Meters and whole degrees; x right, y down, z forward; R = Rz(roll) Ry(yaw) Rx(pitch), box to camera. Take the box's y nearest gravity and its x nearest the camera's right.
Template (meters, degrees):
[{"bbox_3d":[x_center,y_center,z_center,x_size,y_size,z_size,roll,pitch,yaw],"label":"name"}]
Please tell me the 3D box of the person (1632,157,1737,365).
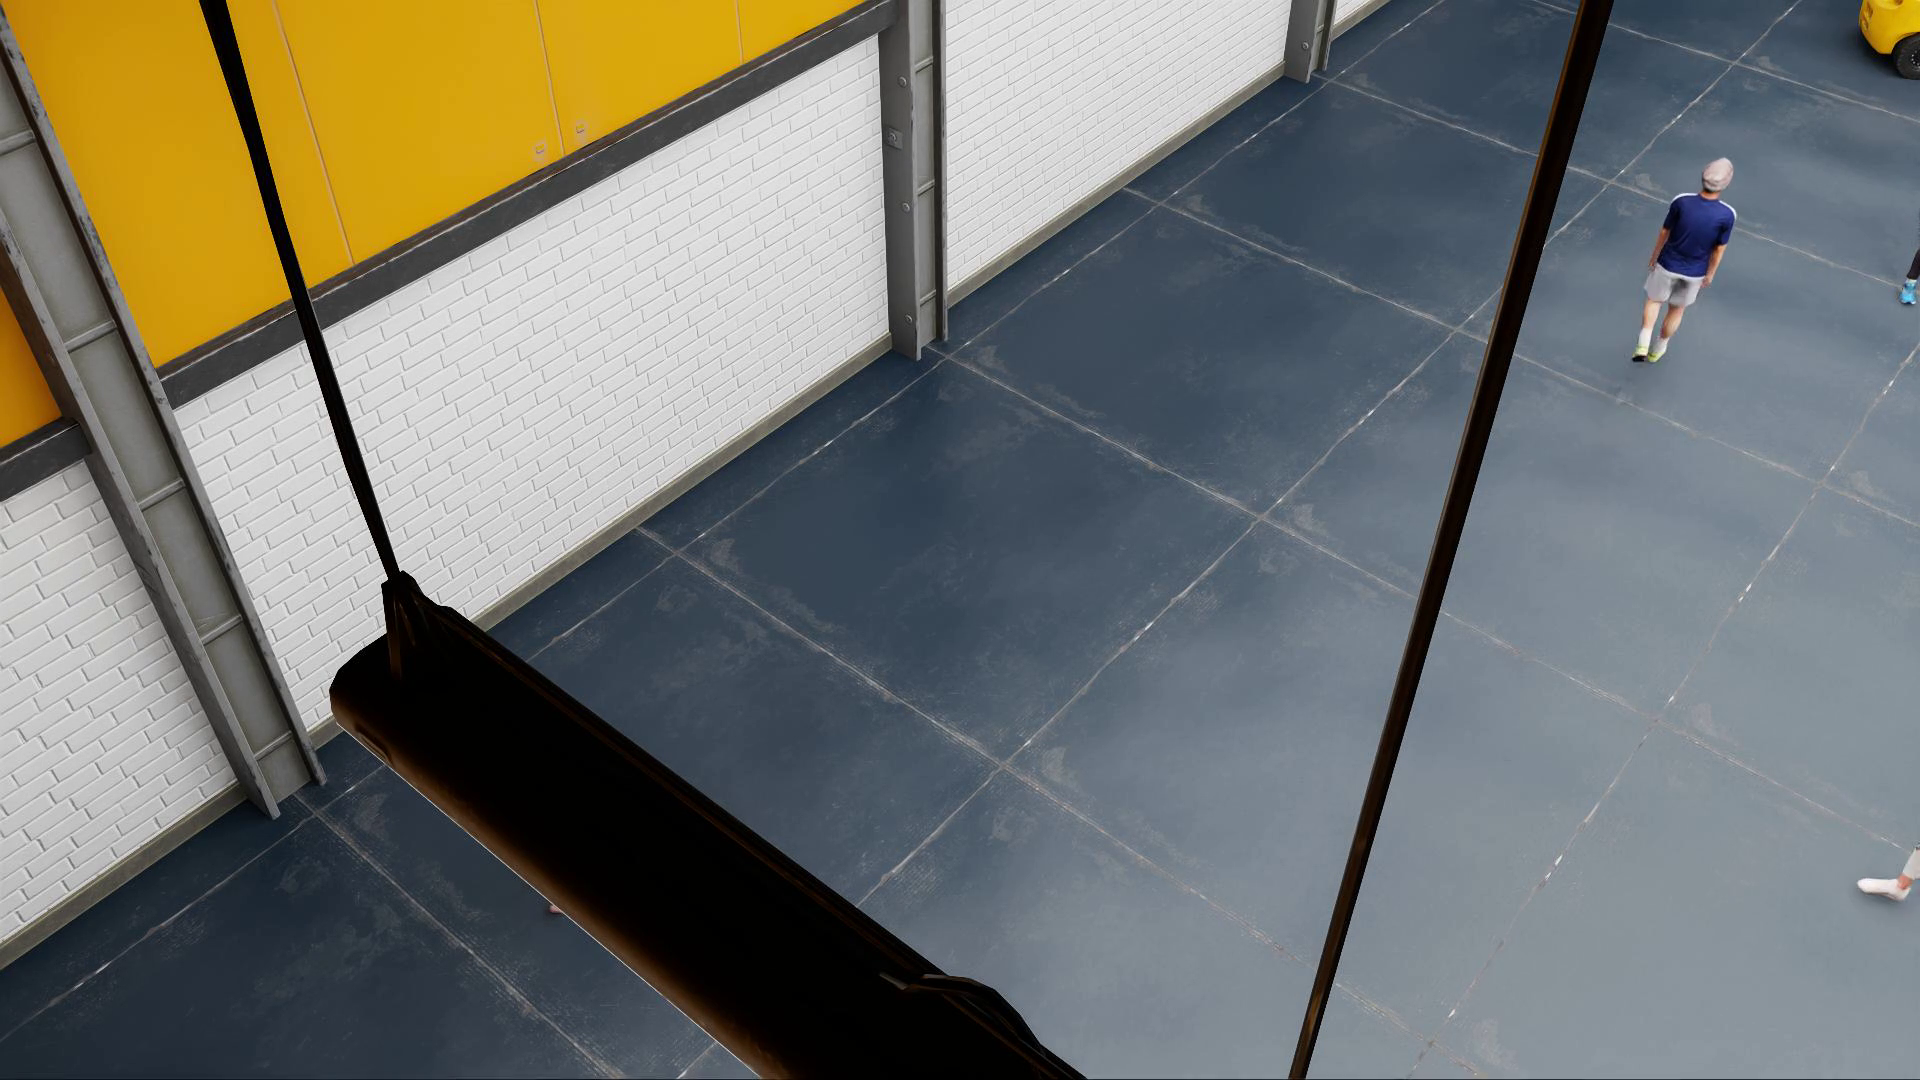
[{"bbox_3d":[5.555,-2.068,12.823,0.741,1.825,0.909,21,47,20],"label":"person"}]
